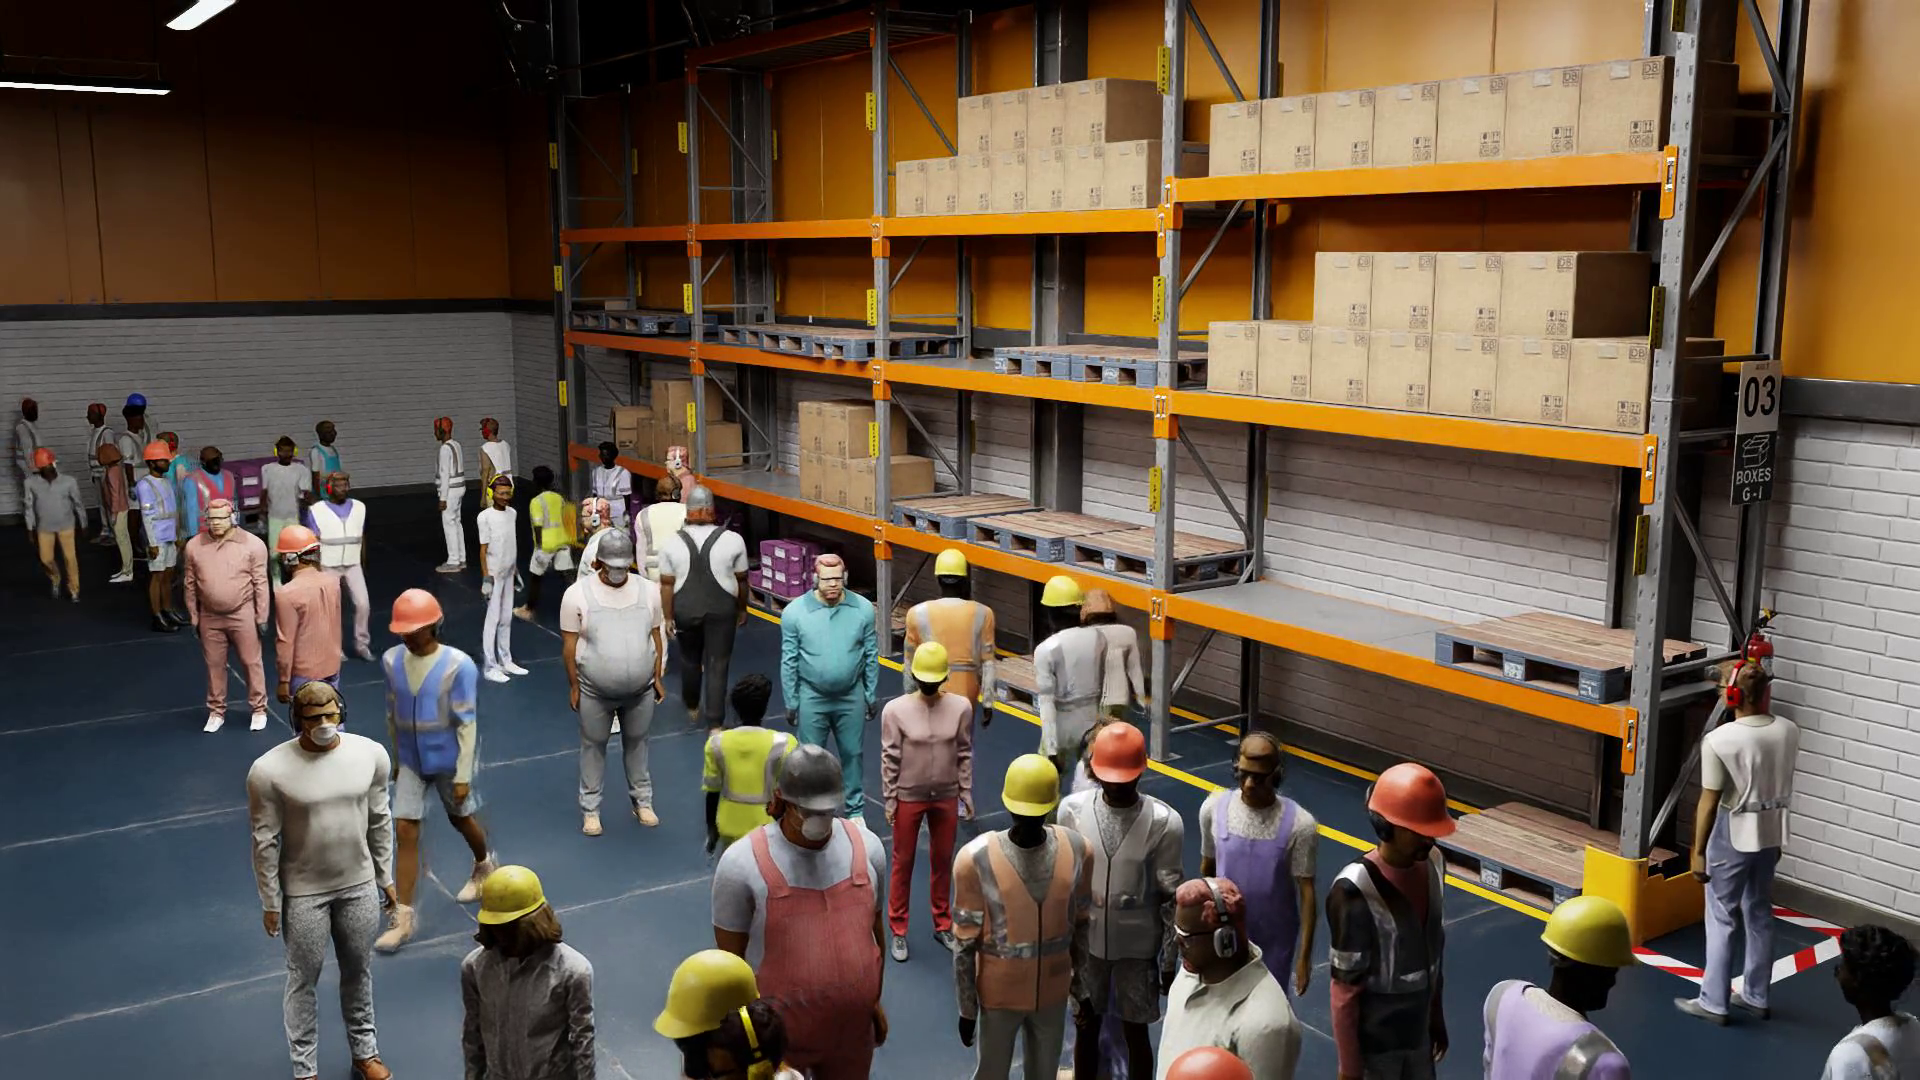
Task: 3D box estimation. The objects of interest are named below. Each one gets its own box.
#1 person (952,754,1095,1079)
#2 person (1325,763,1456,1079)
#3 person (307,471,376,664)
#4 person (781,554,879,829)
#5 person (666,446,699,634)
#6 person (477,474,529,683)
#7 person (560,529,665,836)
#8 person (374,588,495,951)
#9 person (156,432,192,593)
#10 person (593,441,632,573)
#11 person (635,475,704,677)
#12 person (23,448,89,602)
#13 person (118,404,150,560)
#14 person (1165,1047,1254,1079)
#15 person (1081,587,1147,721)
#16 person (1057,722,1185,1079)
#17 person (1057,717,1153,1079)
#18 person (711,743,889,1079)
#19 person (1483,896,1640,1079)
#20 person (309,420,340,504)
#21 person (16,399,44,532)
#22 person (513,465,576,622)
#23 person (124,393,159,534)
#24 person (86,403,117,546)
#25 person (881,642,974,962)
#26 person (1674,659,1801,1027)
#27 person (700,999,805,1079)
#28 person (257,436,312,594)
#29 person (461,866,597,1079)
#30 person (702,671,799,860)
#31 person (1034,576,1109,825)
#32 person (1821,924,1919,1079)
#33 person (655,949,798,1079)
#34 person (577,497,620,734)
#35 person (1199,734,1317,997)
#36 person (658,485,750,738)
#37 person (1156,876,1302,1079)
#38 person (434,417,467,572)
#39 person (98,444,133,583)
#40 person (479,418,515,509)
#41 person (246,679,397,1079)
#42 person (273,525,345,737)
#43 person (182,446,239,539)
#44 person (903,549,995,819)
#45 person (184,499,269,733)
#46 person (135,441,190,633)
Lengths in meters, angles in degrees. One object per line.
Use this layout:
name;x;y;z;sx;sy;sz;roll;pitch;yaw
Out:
person;0.260;1.752;6.477;0.589;1.924;0.383;-4;10;-21
person;1.577;1.780;6.030;0.613;2.028;0.409;-9;13;-41
person;-5.744;0.264;15.464;0.569;1.826;0.609;-9;13;-43
person;-0.840;1.023;10.844;0.648;1.900;0.399;-2;10;-13
person;-2.824;-0.003;16.827;0.401;1.910;0.641;-2;10;-9
person;-4.121;0.335;14.979;0.330;1.864;0.512;4;10;21
person;-2.259;0.924;10.995;0.676;2.000;0.536;-5;11;-26
person;-2.978;1.224;9.419;0.604;1.986;1.092;2;10;13
person;-8.886;-0.328;18.956;0.393;1.836;0.561;-8;13;-39
person;-4.020;-0.305;19.239;0.536;1.693;0.320;4;11;24
person;-2.605;0.332;15.069;0.621;1.840;0.430;1;10;3
person;-9.917;-0.163;18.266;0.644;1.728;0.420;-4;10;-22
person;-10.364;-0.730;20.919;0.367;1.964;0.609;-3;10;-15
person;0.571;2.151;3.923;0.608;1.996;0.381;1;10;8
person;1.029;1.115;11.223;0.562;1.582;0.845;-5;11;-27
person;0.645;1.679;6.911;0.551;1.925;0.391;3;10;19
person;0.656;1.649;7.448;0.421;1.809;0.591;-3;10;-16
person;-0.542;1.743;6.187;0.683;2.000;0.538;-5;11;-27
person;1.820;1.999;5.069;0.394;1.913;0.591;-4;10;-20
person;-7.626;-0.523;20.059;0.342;1.845;0.506;1;10;7
person;-12.841;-1.030;23.021;0.350;1.868;0.660;-2;10;-14
person;-4.253;0.056;17.193;0.859;1.650;0.546;4;11;25
person;-11.222;-1.049;22.885;0.420;1.939;0.609;-1;10;-4
person;-11.326;-0.866;21.968;0.575;1.882;0.355;9;13;42
person;-0.168;1.402;9.019;0.525;1.759;0.337;-3;10;-18
person;3.862;1.501;8.205;0.564;1.835;0.405;-4;10;-20
person;-0.432;2.126;4.711;1.008;1.796;0.497;-3;10;-15
person;-7.426;-0.221;18.301;0.573;1.839;0.807;-5;11;-26
person;-1.505;1.960;5.825;0.488;1.736;0.362;2;10;10
person;-1.089;1.512;8.628;0.521;1.658;0.813;3;10;17
person;0.681;1.153;10.164;0.588;1.885;1.007;-6;12;-33
person;3.001;2.083;5.273;0.556;1.672;0.576;-9;13;-42
person;-0.625;2.060;4.700;0.441;1.917;0.597;-8;12;-38
person;-2.863;0.602;13.302;0.399;1.902;0.643;1;10;4
person;1.212;1.719;6.978;0.526;1.813;0.844;4;10;21
person;-2.025;0.523;13.347;0.693;2.000;1.005;0;10;-1
person;0.802;1.977;5.256;0.400;1.896;0.653;-3;10;-16
person;-6.183;-0.554;20.157;0.361;1.877;0.585;-1;10;-3
person;-9.891;-0.320;19.490;0.285;1.632;0.499;-3;10;-19
person;-5.686;-0.580;20.439;0.386;1.838;0.567;3;10;15
person;-2.848;1.570;7.505;0.630;1.940;0.372;-8;12;-39
person;-4.472;0.882;11.413;0.408;1.987;0.614;2;10;14
person;-7.965;-0.112;17.738;0.585;1.816;0.649;5;11;29
person;-0.091;0.993;11.027;0.590;1.897;0.840;-2;10;-9
person;-5.853;0.608;13.291;0.639;1.899;0.398;-1;10;-6
person;-8.105;-0.034;16.907;0.350;1.942;0.545;0;10;-2
